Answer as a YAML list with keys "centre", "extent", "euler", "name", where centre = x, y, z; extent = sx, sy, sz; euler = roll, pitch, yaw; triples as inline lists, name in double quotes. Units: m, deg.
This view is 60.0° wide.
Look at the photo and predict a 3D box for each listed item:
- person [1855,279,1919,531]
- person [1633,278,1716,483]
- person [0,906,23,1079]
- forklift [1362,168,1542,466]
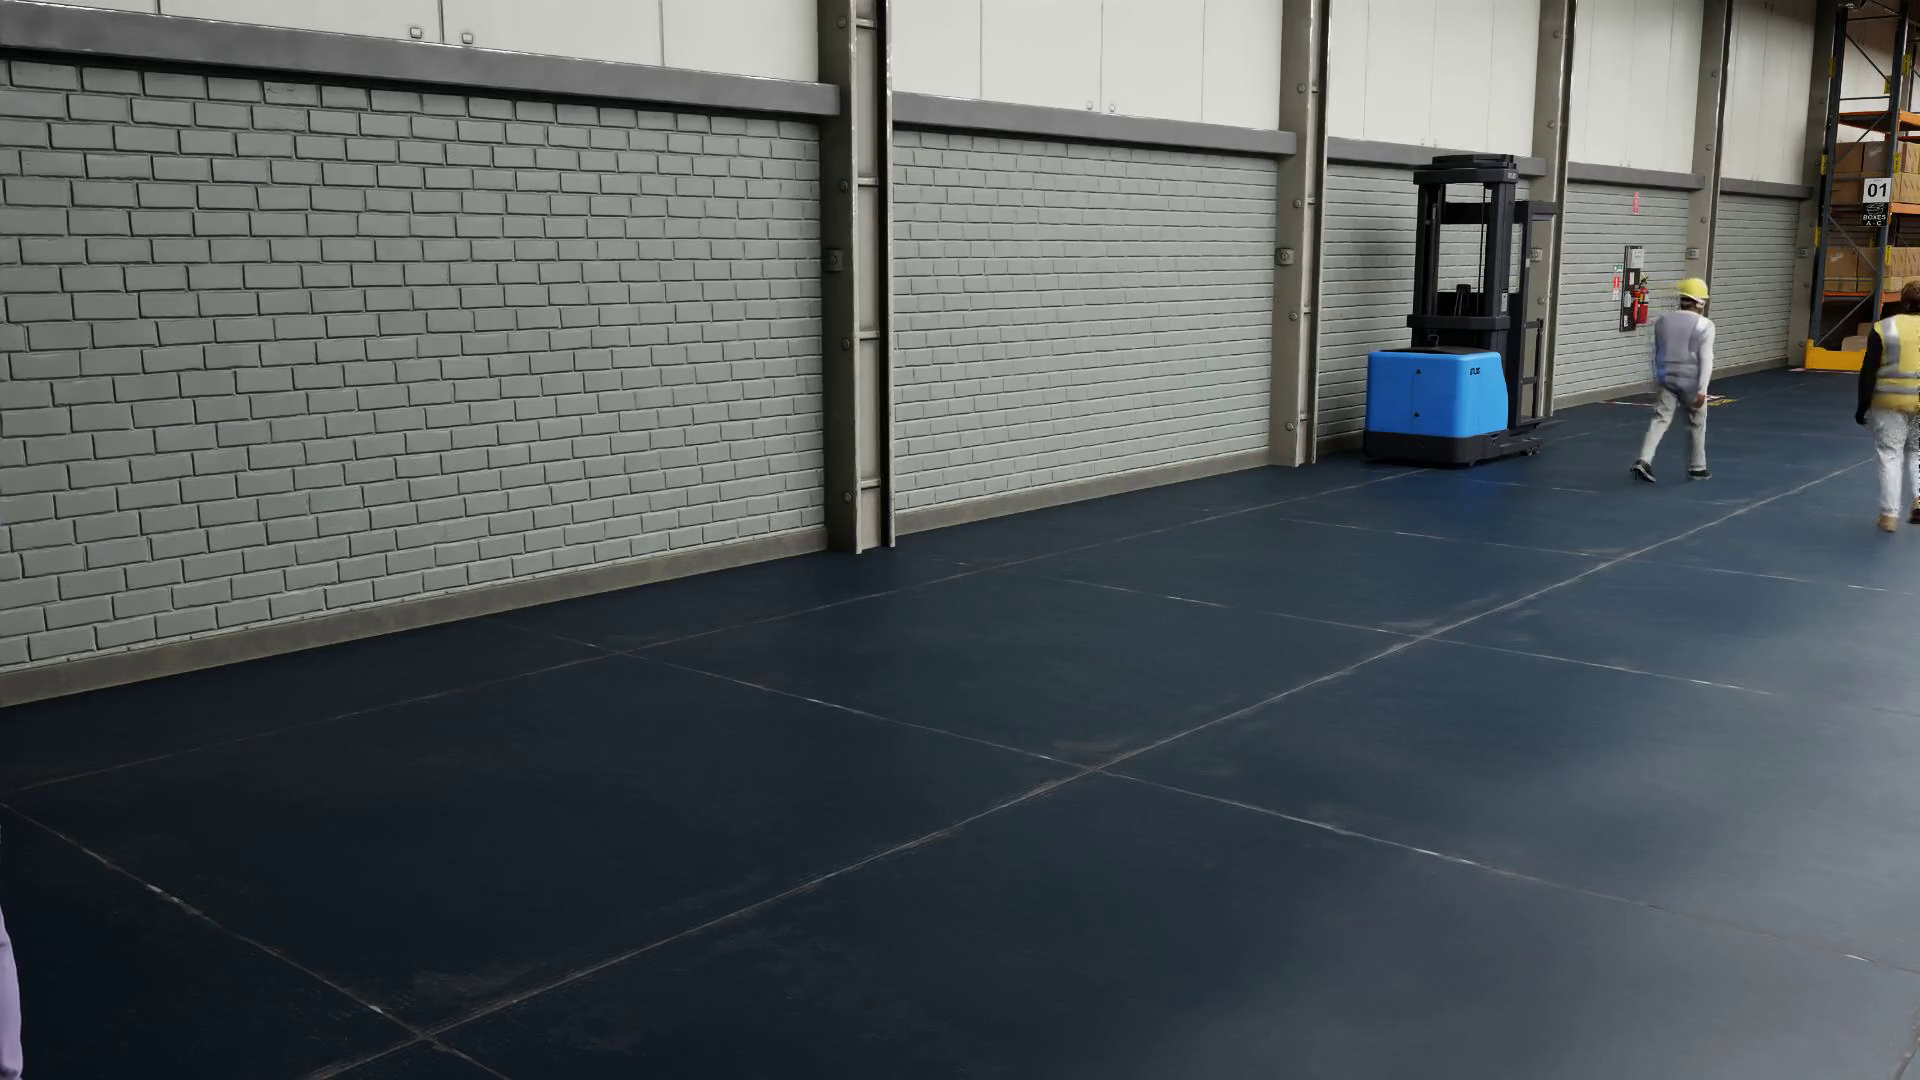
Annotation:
- centre: [6.903, -0.981, 12.148]
  extent: [0.639, 1.827, 0.444]
  euler: [2, 10, 13]
  name: "person"
- centre: [6.325, -1.400, 14.619]
  extent: [0.888, 1.802, 0.583]
  euler: [-8, 13, -37]
  name: "person"
- centre: [-2.237, 0.500, 3.478]
  extent: [0.409, 1.913, 0.651]
  euler: [-2, 10, -11]
  name: "person"
- centre: [4.875, -2.212, 16.287]
  extent: [1.129, 2.768, 1.873]
  euler: [8, 13, 40]
  name: "forklift"
